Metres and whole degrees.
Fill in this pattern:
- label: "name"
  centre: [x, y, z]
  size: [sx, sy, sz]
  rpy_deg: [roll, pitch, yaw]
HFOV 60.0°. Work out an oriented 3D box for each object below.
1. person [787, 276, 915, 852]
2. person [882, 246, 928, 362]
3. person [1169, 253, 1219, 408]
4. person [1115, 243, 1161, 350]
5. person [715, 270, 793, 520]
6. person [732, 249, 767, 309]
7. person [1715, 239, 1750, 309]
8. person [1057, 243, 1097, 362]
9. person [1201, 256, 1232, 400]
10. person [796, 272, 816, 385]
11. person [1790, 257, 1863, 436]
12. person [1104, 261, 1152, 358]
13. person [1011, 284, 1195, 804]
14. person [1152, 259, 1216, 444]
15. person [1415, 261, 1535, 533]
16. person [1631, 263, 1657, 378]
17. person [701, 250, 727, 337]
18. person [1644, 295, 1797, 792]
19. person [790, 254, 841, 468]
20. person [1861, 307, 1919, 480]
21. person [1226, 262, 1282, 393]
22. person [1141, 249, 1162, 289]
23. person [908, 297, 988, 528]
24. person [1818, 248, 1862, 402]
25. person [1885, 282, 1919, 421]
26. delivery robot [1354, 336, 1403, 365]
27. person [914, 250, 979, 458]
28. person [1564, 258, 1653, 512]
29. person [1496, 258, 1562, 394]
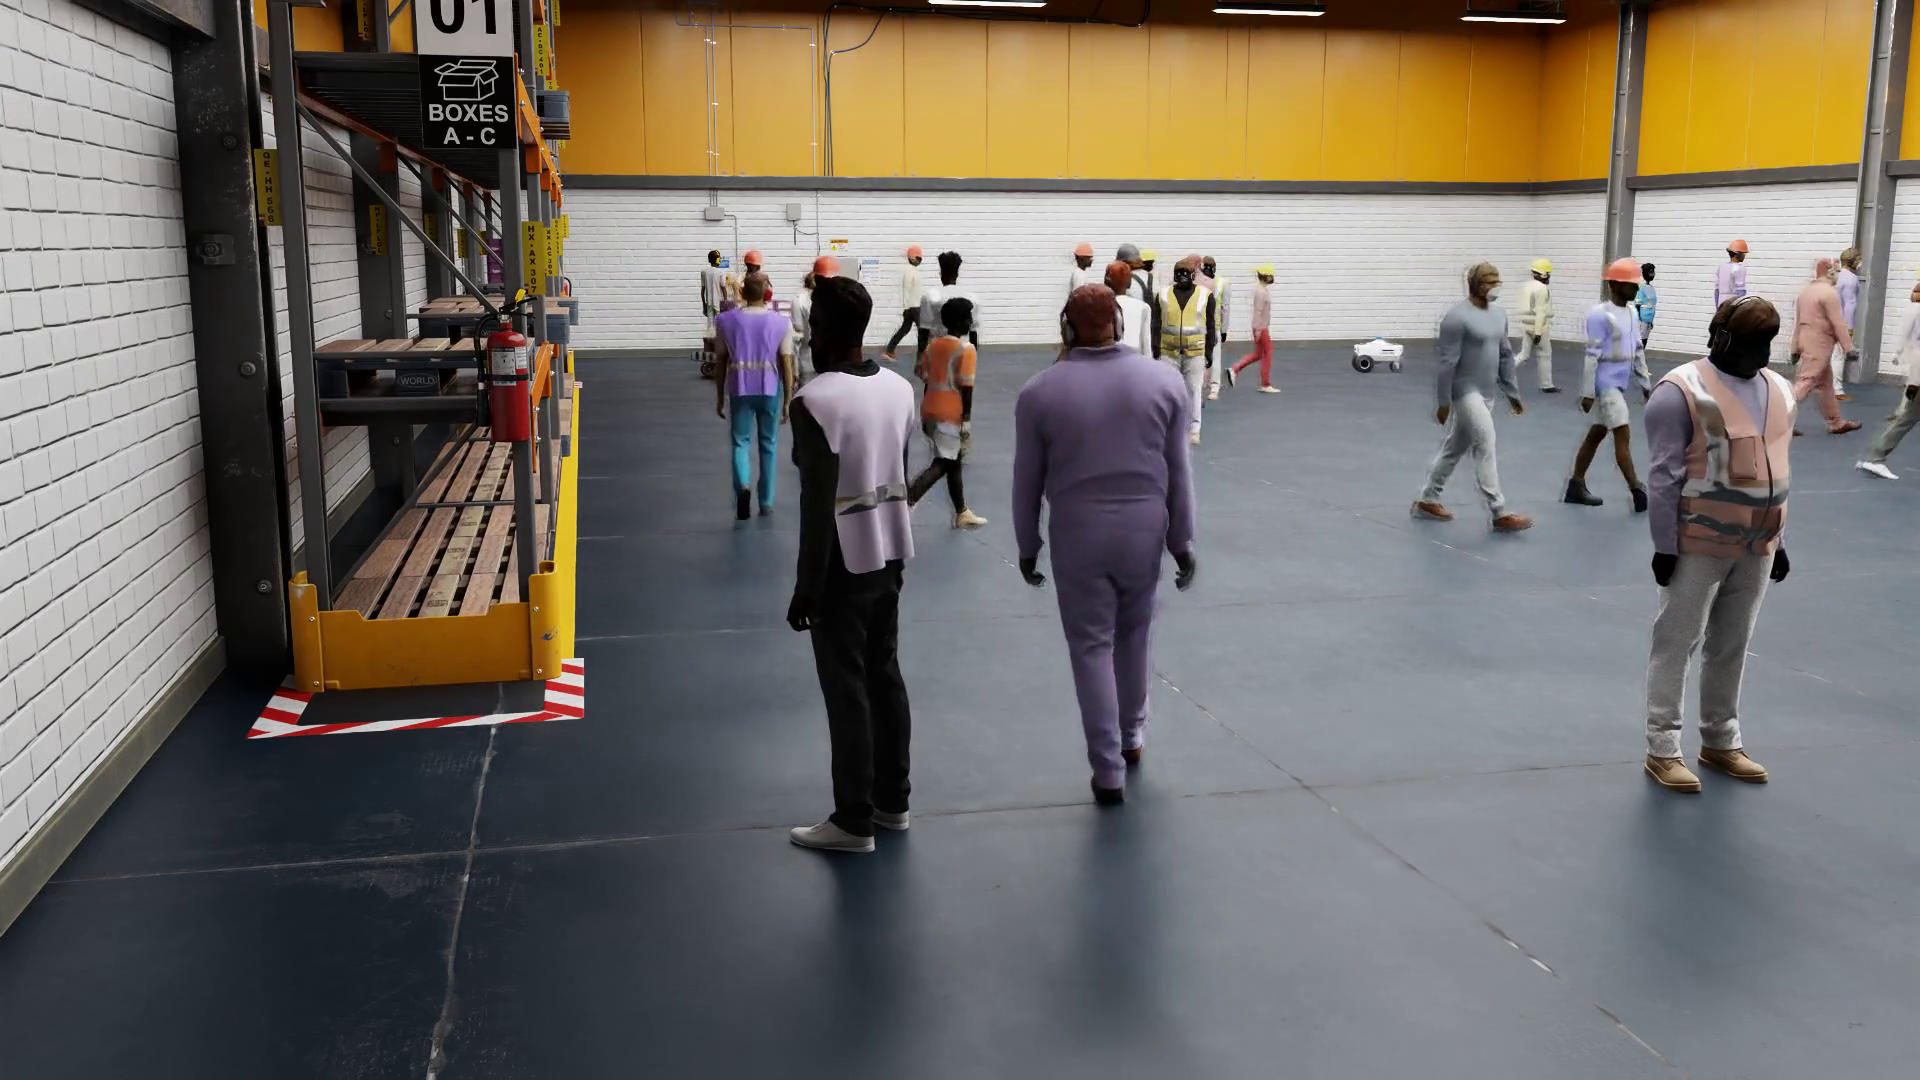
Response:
- label: "person"
  centre: [-0.349, 0.099, 5.564]
  size: [0.373, 1.893, 0.596]
  rpy_deg: [6, 12, 30]
- label: "person"
  centre: [-0.826, -3.922, 27.715]
  size: [1.031, 1.955, 0.608]
  rpy_deg: [1, 10, 4]
- label: "person"
  centre: [2.830, -2.530, 20.182]
  size: [0.678, 1.878, 0.451]
  rpy_deg: [5, 12, 28]
- label: "person"
  centre: [1.934, -2.284, 18.361]
  size: [0.684, 2.000, 0.671]
  rpy_deg: [-9, 13, -40]
- label: "person"
  centre: [-1.493, -1.044, 12.091]
  size: [0.574, 1.823, 0.726]
  rpy_deg: [-1, 10, -7]
- label: "person"
  centre: [-2.725, -2.806, 21.613]
  size: [0.547, 1.919, 0.535]
  rpy_deg: [-10, 14, -44]
- label: "person"
  centre: [11.605, -3.483, 24.997]
  size: [0.395, 2.042, 0.611]
  rpy_deg: [-2, 10, -10]
- label: "person"
  centre: [1.710, -3.039, 22.679]
  size: [1.033, 1.985, 0.637]
  rpy_deg: [1, 10, 5]
- label: "person"
  centre: [3.141, -2.704, 21.274]
  size: [0.624, 1.837, 0.429]
  rpy_deg: [6, 12, 29]
- label: "person"
  centre: [-1.931, -2.729, 21.989]
  size: [0.362, 1.626, 0.516]
  rpy_deg: [7, 12, 34]
- label: "person"
  centre: [8.984, -2.002, 17.321]
  size: [0.968, 1.854, 0.652]
  rpy_deg: [1, 10, 5]
- label: "person"
  centre: [1.262, -1.275, 13.231]
  size: [0.573, 1.870, 0.451]
  rpy_deg: [-6, 12, -30]
- label: "person"
  centre: [0.511, -0.011, 6.227]
  size: [0.658, 1.869, 0.846]
  rpy_deg: [-1, 10, -7]
- label: "person"
  centre: [2.231, -1.879, 16.669]
  size: [0.635, 1.842, 0.429]
  rpy_deg: [3, 11, 14]
- label: "person"
  centre: [3.656, -1.017, 11.771]
  size: [0.647, 1.885, 1.019]
  rpy_deg: [-9, 13, -40]
- label: "person"
  centre: [10.139, -3.250, 24.667]
  size: [0.317, 1.696, 0.537]
  rpy_deg: [9, 14, 42]
- label: "person"
  centre: [-4.082, -3.905, 27.821]
  size: [0.508, 1.872, 0.329]
  rpy_deg: [4, 11, 23]
- label: "person"
  centre: [2.841, 0.014, 6.200]
  size: [0.622, 1.838, 0.429]
  rpy_deg: [-4, 11, -19]
- label: "person"
  centre: [-1.213, -1.480, 14.255]
  size: [0.574, 1.915, 0.568]
  rpy_deg: [-4, 11, -22]
- label: "person"
  centre: [8.136, -1.398, 13.920]
  size: [1.011, 1.883, 0.600]
  rpy_deg: [8, 13, 39]
- label: "person"
  centre: [3.957, -2.839, 22.237]
  size: [0.660, 1.744, 0.526]
  rpy_deg: [1, 10, 7]
- label: "person"
  centre: [3.237, -3.904, 27.769]
  size: [0.956, 1.890, 0.596]
  rpy_deg: [-3, 11, -15]
- label: "person"
  centre: [-0.153, -0.850, 11.489]
  size: [0.837, 1.654, 0.535]
  rpy_deg: [-7, 12, -34]
- label: "person"
  centre: [11.135, -2.713, 21.022]
  size: [0.374, 1.939, 0.629]
  rpy_deg: [1, 10, 6]
- label: "person"
  centre: [10.578, -2.049, 18.301]
  size: [0.511, 1.593, 0.839]
  rpy_deg: [-3, 11, -15]
- label: "delivery robot"
  centre: [6.473, -2.918, 25.729]
  size: [0.707, 0.478, 0.477]
  rpy_deg: [1, 10, 5]
- label: "person"
  centre: [-0.085, -1.699, 15.384]
  size: [0.615, 1.944, 0.818]
  rpy_deg: [-6, 12, -32]
- label: "person"
  centre: [5.023, -1.160, 12.521]
  size: [0.571, 1.890, 0.954]
  rpy_deg: [-10, 14, -43]
- label: "person"
  centre: [7.558, -2.816, 21.974]
  size: [0.837, 1.806, 0.596]
  rpy_deg: [-1, 10, -5]
